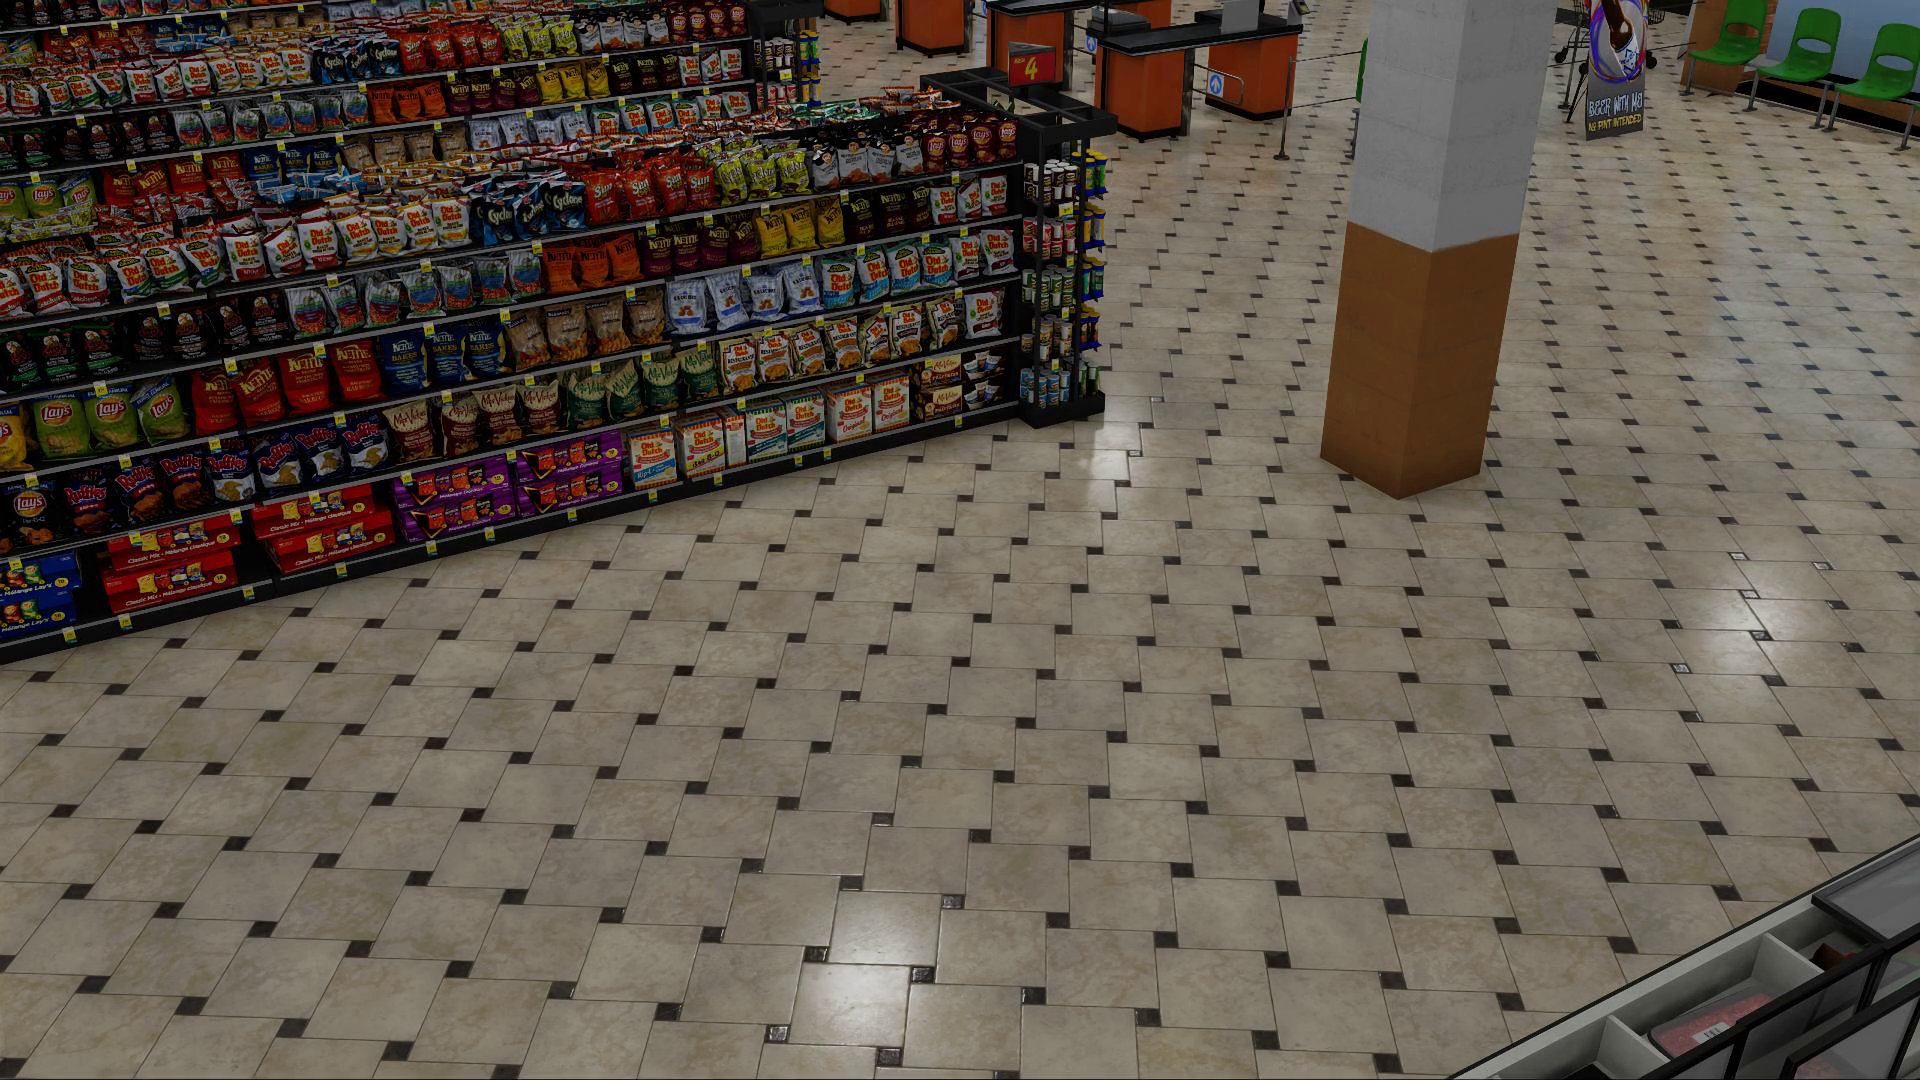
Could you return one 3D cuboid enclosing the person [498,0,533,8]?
[{"bbox_3d":[-4.353,-4.662,16.192,0.870,1.867,0.706,-19,34,-30],"label":"person"}]
